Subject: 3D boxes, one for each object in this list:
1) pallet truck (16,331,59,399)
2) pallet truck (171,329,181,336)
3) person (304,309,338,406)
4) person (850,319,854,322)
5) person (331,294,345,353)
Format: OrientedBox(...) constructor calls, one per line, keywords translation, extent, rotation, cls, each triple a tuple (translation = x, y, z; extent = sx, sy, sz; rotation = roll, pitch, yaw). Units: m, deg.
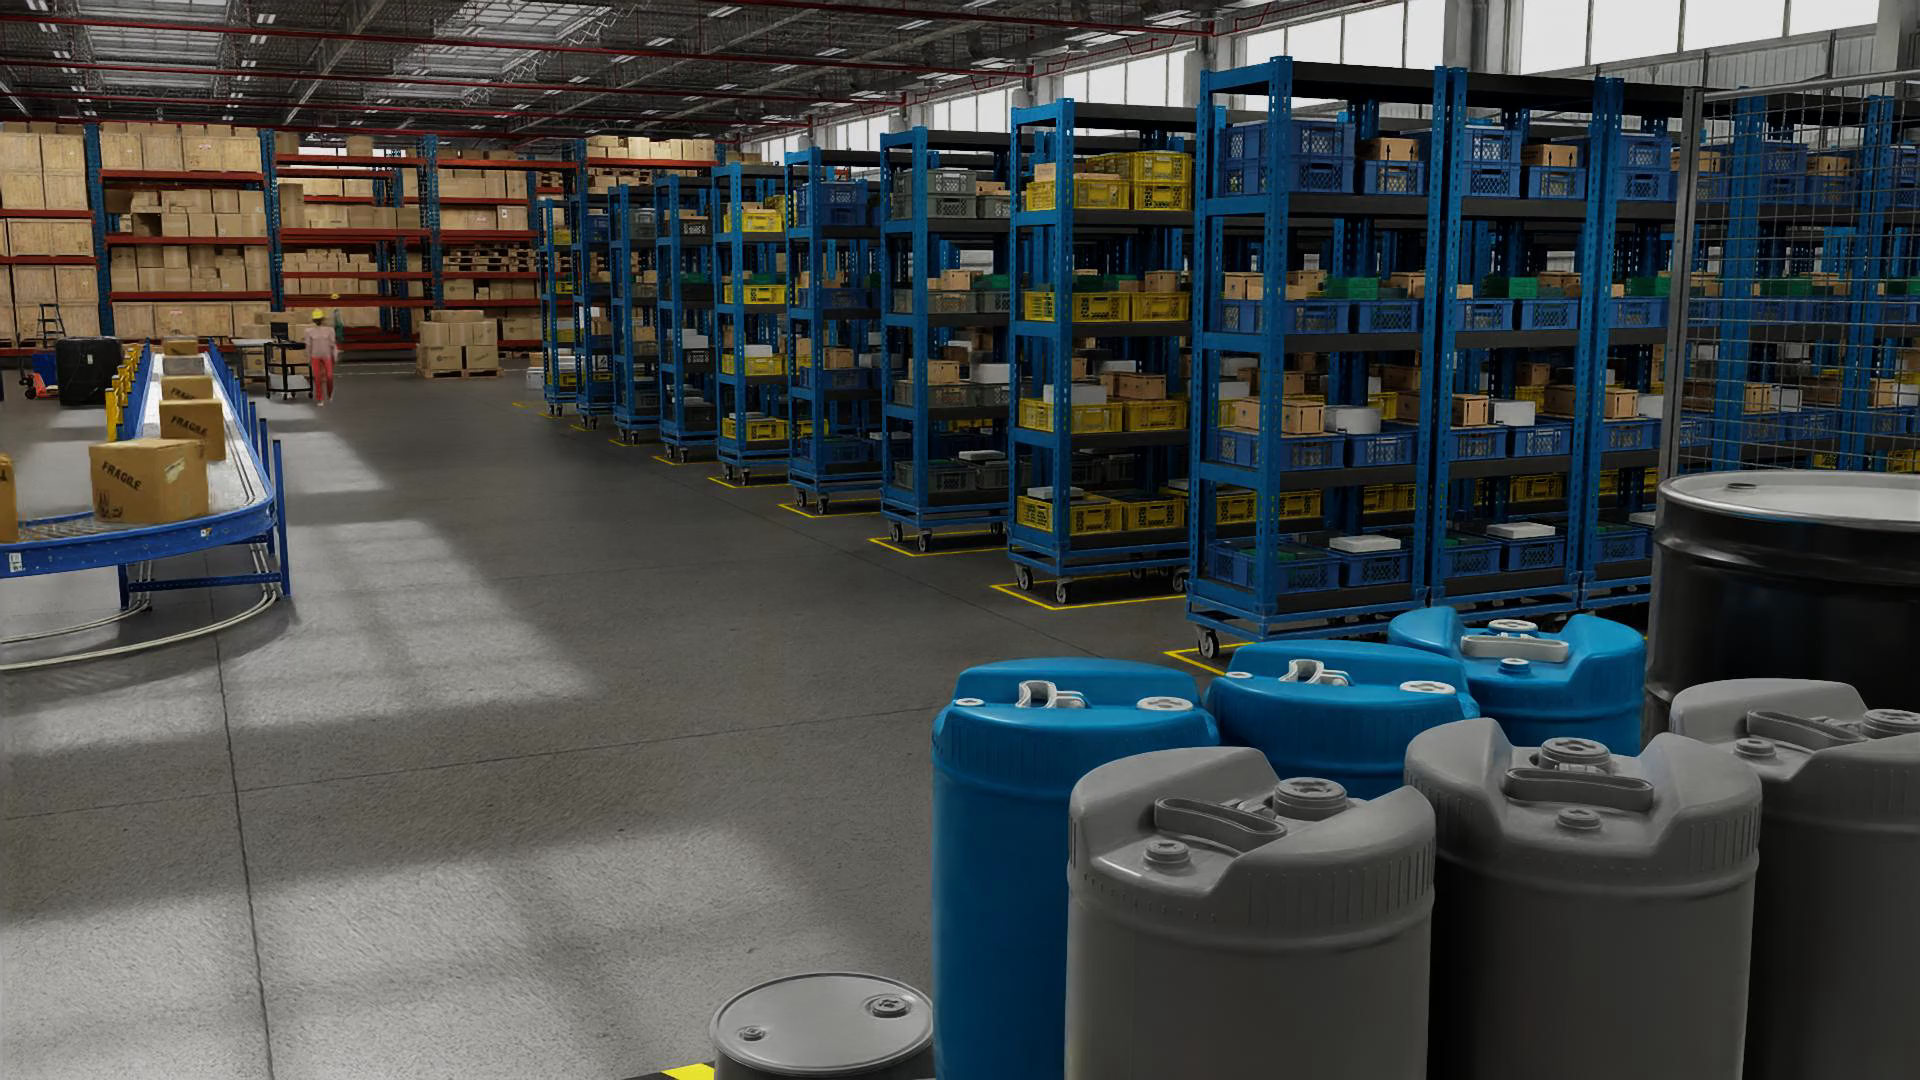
OrientedBox(translation=(-17.082, -3.353, 31.781), extent=(1.630, 1.274, 0.653), rotation=(-4, 10, -25), cls="pallet truck")
OrientedBox(translation=(-17.275, -3.851, 35.096), extent=(1.601, 1.201, 0.680), rotation=(0, 9, 1), cls="pallet truck")
OrientedBox(translation=(-11.515, -3.288, 29.974), extent=(0.543, 1.751, 0.402), rotation=(-3, 10, -18), cls="person")
OrientedBox(translation=(-3.677, -7.316, 54.466), extent=(0.634, 1.911, 0.805), rotation=(-2, 9, -10), cls="person")
OrientedBox(translation=(-18.488, -6.422, 49.377), extent=(0.319, 1.769, 0.523), rotation=(-4, 10, -26), cls="person")
